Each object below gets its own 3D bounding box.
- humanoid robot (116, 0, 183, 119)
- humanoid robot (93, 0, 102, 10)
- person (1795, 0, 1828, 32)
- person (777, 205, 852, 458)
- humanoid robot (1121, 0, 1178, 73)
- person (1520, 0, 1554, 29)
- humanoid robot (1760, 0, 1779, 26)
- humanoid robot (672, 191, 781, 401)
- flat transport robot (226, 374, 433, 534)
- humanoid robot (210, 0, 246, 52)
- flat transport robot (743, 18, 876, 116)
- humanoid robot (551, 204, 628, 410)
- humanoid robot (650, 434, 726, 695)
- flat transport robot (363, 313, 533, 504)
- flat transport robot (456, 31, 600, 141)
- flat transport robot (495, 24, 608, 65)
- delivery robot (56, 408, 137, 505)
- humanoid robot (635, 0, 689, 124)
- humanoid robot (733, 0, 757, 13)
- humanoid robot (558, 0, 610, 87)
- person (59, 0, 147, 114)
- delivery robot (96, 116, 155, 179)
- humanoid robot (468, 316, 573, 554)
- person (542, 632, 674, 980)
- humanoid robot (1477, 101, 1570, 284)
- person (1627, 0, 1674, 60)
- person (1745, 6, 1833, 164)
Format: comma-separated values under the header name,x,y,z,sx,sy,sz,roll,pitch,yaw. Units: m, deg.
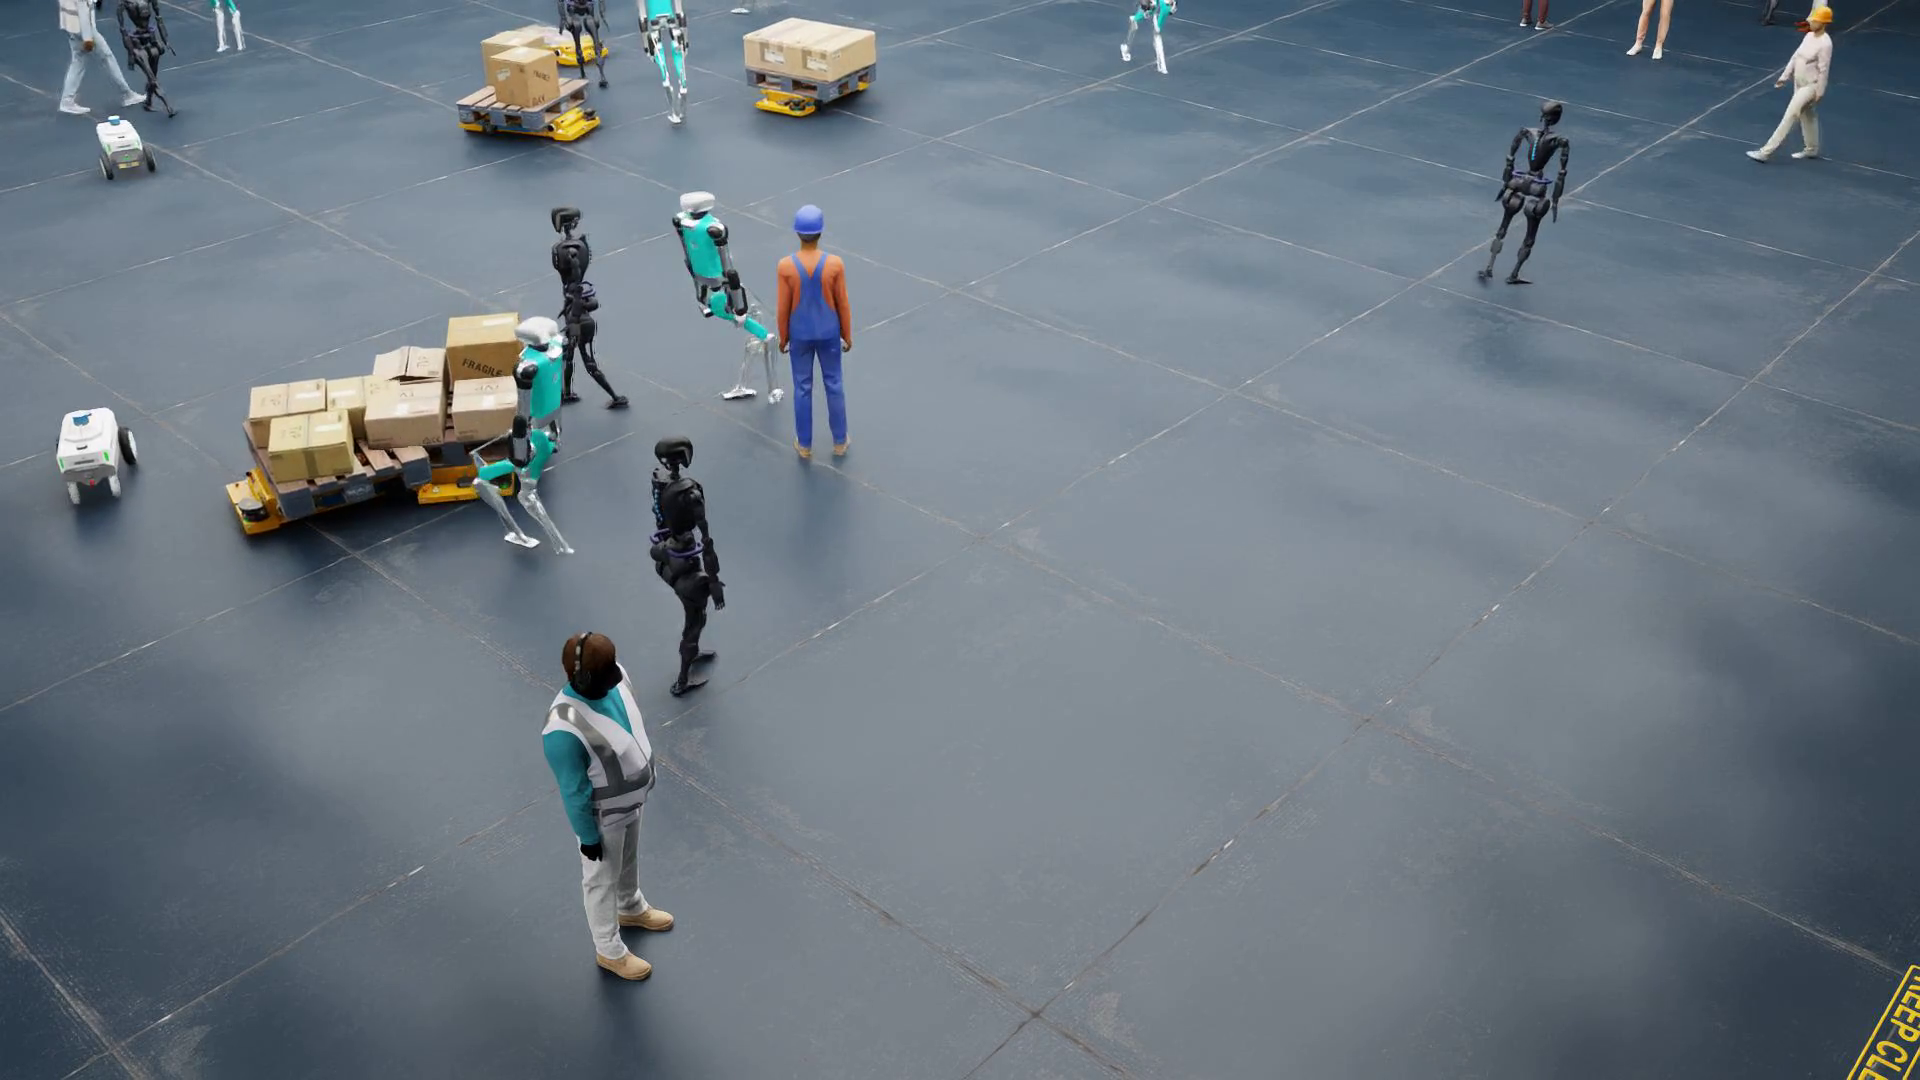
name,x,y,z,sx,sy,sz,roll,pitch,yaw
humanoid robot,-9.256,-5.641,18.951,0.803,1.618,0.591,16,35,24
humanoid robot,-12.199,-8.268,23.104,0.532,1.761,0.986,-25,40,-34
person,11.467,-7.681,22.044,0.361,1.829,0.514,10,33,16
person,-1.048,-1.492,12.002,0.531,1.908,0.367,-4,32,-6
humanoid robot,2.325,-6.738,20.655,0.537,1.788,1.002,-15,35,-22
person,7.810,-7.763,22.190,0.364,1.814,0.539,-22,38,-31
humanoid robot,11.121,-7.800,22.378,0.529,1.643,0.591,-17,36,-25
humanoid robot,-1.704,-1.870,12.790,0.596,1.788,0.835,25,40,34
flat transport robot,-4.432,-0.446,11.872,1.431,0.231,0.659,-18,36,-27
humanoid robot,-9.480,-7.120,21.239,0.532,1.795,0.693,0,32,0
flat transport robot,-1.742,-5.336,19.747,0.659,0.231,1.431,18,36,26
humanoid robot,-2.922,-1.742,12.654,0.607,1.644,0.609,-10,33,-16
humanoid robot,-1.585,0.127,9.614,0.430,1.646,0.595,-25,39,-34
flat transport robot,-3.680,-0.704,12.288,0.659,0.231,1.431,-6,32,-10
flat transport robot,-4.878,-4.771,18.836,1.431,0.231,0.659,10,33,15
flat transport robot,-5.294,-6.392,21.448,1.431,0.231,0.659,20,37,29
delivery robot,-6.234,-0.649,11.920,0.499,0.586,0.783,-11,34,-18
humanoid robot,-3.265,-5.472,18.614,0.554,1.764,0.911,-10,33,-16
humanoid robot,-2.983,-8.026,22.796,0.738,1.897,0.546,6,32,10
humanoid robot,-4.510,-6.252,19.905,0.596,1.632,0.699,-11,34,-18
person,-10.065,-5.847,19.071,0.631,1.856,0.982,25,40,35
delivery robot,-8.870,-4.181,17.607,0.523,0.586,0.757,-18,36,-27
humanoid robot,-2.888,-0.640,10.826,0.841,1.792,0.533,11,34,18
person,-1.615,1.209,7.716,0.429,1.846,0.625,7,32,10
humanoid robot,5.017,-3.071,14.762,0.602,1.639,0.446,24,39,33
person,8.848,-7.020,20.938,0.529,1.872,0.361,19,37,28
person,8.888,-4.801,17.573,0.884,1.649,0.469,0,32,0
